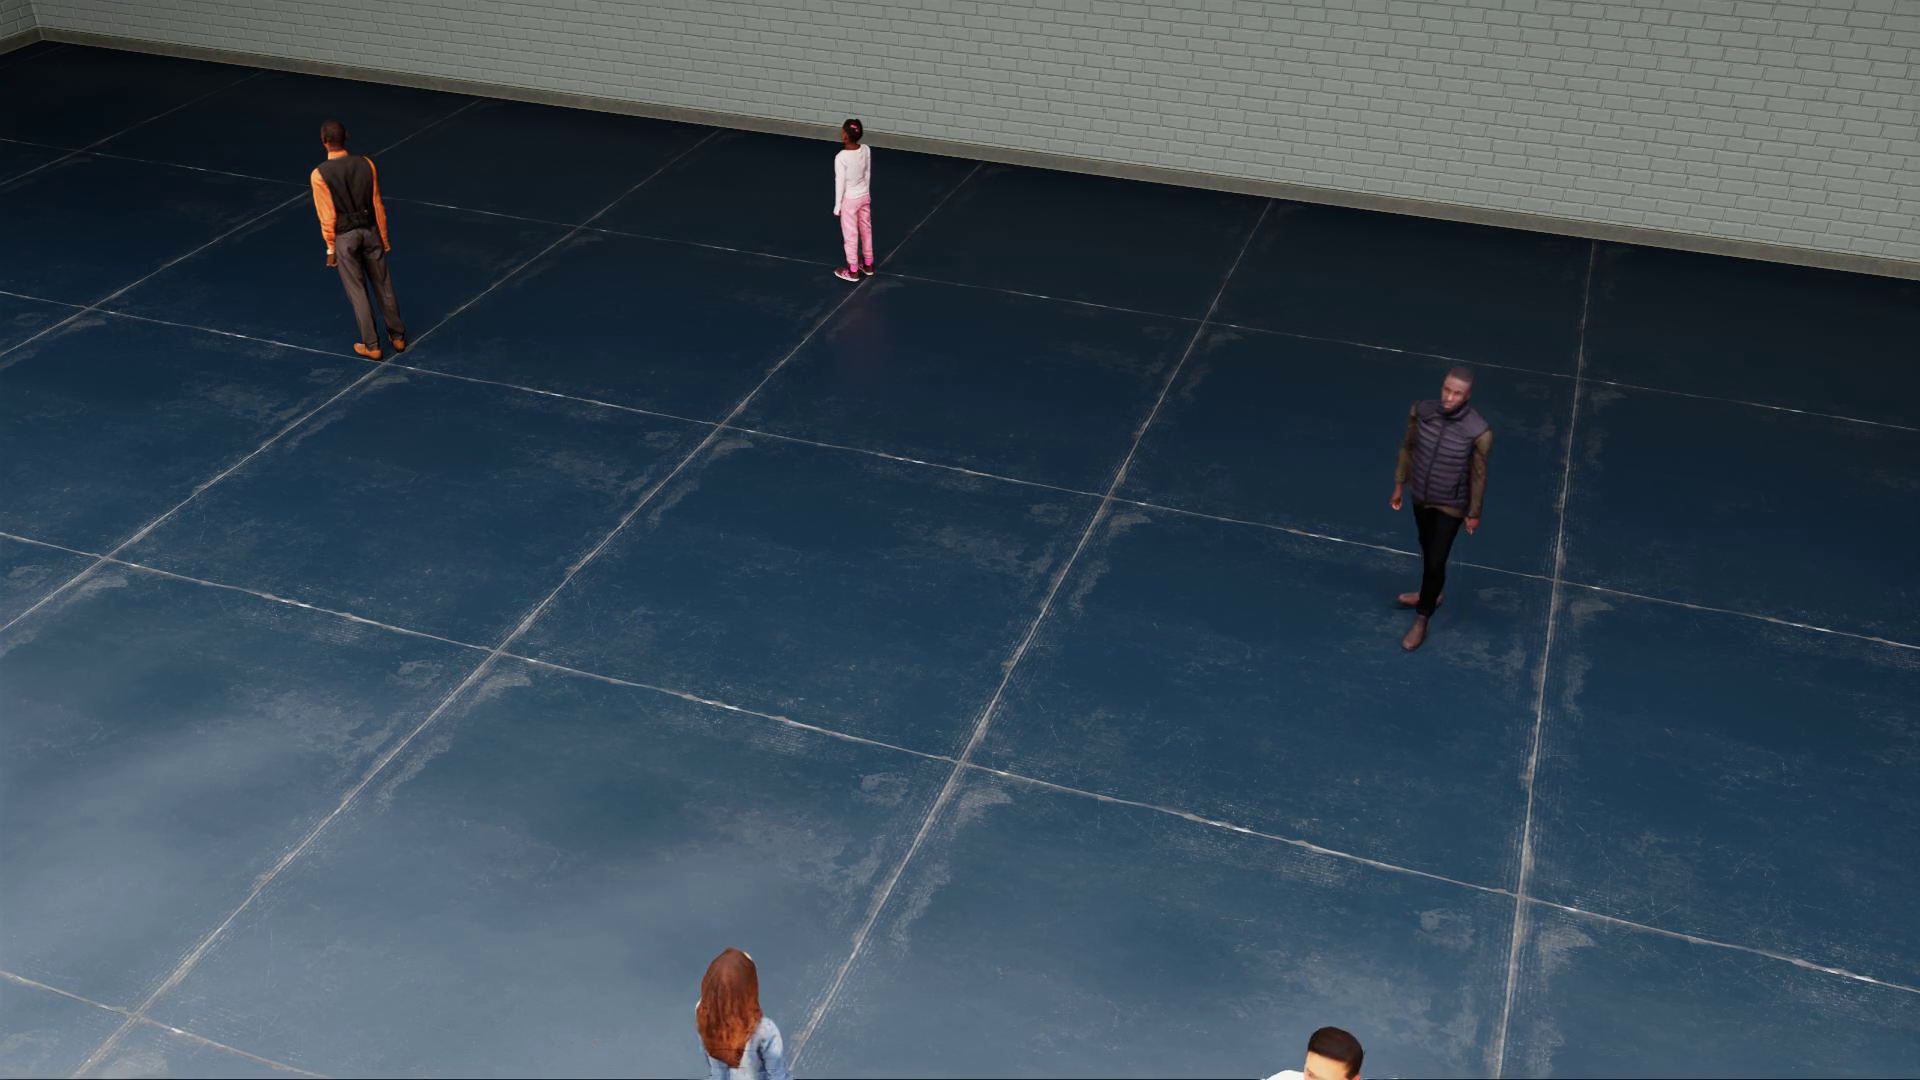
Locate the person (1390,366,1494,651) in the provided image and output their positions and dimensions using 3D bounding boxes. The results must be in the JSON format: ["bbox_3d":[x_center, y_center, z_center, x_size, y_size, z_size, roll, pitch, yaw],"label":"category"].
[{"bbox_3d":[2.871,-0.260,9.872,1.014,1.811,0.933,-20,38,-27],"label":"person"}]

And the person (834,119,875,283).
[{"bbox_3d":[-0.907,-2.955,14.353,0.568,1.443,0.676,-28,42,-36],"label":"person"}]

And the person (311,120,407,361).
[{"bbox_3d":[-4.703,-2.336,12.977,0.730,1.906,0.854,-27,41,-35],"label":"person"}]

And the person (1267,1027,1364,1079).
[{"bbox_3d":[1.265,2.331,5.935,0.850,1.760,1.219,20,38,27],"label":"person"}]

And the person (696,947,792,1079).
[{"bbox_3d":[-0.857,2.186,6.423,0.609,1.471,0.569,16,36,23],"label":"person"}]
